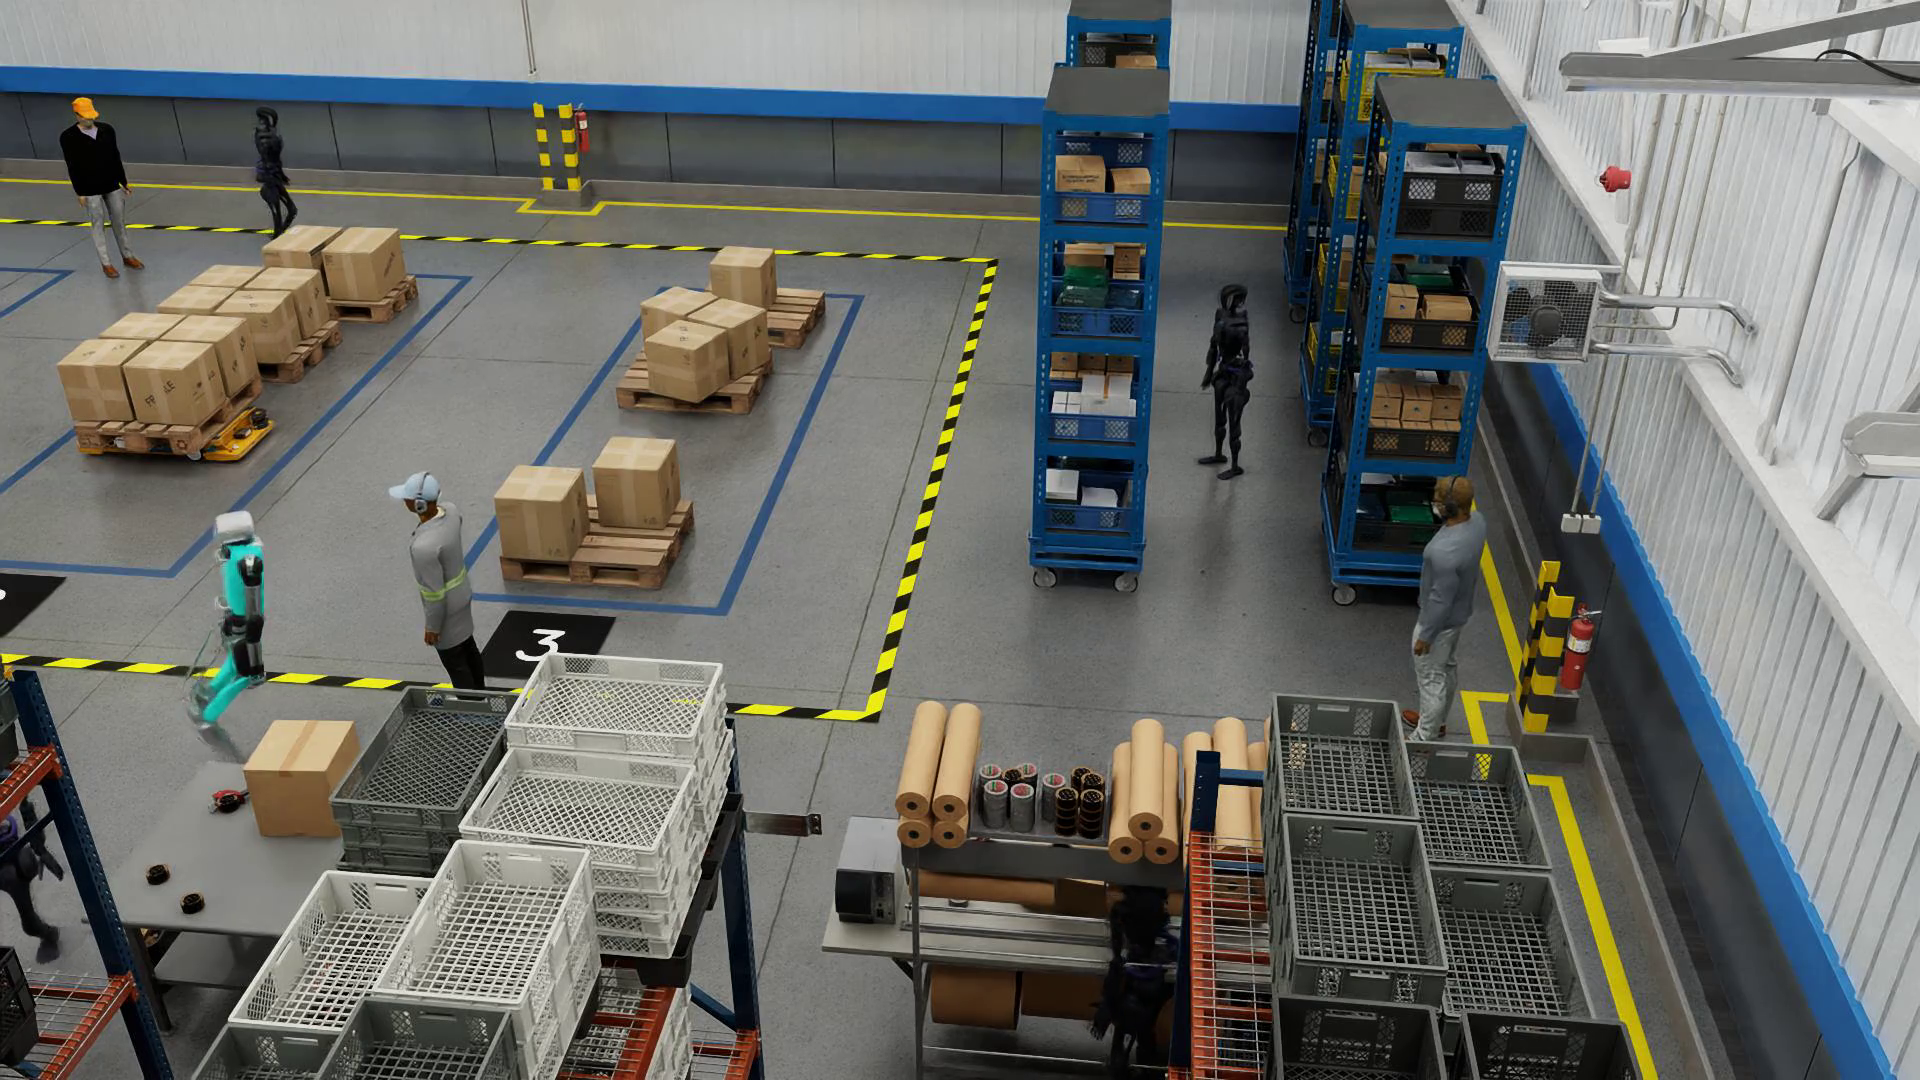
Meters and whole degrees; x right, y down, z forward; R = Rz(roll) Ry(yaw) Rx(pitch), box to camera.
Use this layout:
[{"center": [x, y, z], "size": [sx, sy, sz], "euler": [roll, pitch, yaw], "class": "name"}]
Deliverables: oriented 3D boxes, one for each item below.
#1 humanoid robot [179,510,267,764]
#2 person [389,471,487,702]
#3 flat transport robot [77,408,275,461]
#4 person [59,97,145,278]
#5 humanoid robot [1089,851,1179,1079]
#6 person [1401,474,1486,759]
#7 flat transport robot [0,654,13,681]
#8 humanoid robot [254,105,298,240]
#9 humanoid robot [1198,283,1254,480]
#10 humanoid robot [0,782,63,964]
[{"center": [-4.456, 0.711, 9.994], "size": [0.787, 1.760, 0.547], "euler": [-19, 35, -29], "class": "humanoid robot"}, {"center": [-3.243, 0.395, 10.422], "size": [0.365, 1.852, 0.589], "euler": [0, 30, 0], "class": "person"}, {"center": [-6.728, -0.944, 14.268], "size": [1.431, 0.197, 0.652], "euler": [3, 30, 6], "class": "flat transport robot"}, {"center": [-8.999, -3.706, 17.440], "size": [0.382, 1.879, 0.585], "euler": [21, 36, 31], "class": "person"}, {"center": [0.868, 2.058, 7.736], "size": [0.429, 1.635, 0.601], "euler": [18, 35, 27], "class": "humanoid robot"}, {"center": [2.949, 0.470, 10.212], "size": [0.356, 1.932, 0.634], "euler": [17, 34, 27], "class": "person"}, {"center": [-7.142, 0.969, 11.010], "size": [1.431, 0.231, 0.659], "euler": [3, 30, 6], "class": "flat transport robot"}, {"center": [-7.418, -3.890, 17.960], "size": [0.393, 1.634, 0.609], "euler": [-4, 30, -6], "class": "humanoid robot"}, {"center": [2.180, -1.294, 13.481], "size": [0.315, 1.657, 0.599], "euler": [-11, 32, -18], "class": "humanoid robot"}, {"center": [-4.969, 1.645, 8.500], "size": [0.610, 1.642, 0.589], "euler": [-17, 34, -27], "class": "humanoid robot"}]
